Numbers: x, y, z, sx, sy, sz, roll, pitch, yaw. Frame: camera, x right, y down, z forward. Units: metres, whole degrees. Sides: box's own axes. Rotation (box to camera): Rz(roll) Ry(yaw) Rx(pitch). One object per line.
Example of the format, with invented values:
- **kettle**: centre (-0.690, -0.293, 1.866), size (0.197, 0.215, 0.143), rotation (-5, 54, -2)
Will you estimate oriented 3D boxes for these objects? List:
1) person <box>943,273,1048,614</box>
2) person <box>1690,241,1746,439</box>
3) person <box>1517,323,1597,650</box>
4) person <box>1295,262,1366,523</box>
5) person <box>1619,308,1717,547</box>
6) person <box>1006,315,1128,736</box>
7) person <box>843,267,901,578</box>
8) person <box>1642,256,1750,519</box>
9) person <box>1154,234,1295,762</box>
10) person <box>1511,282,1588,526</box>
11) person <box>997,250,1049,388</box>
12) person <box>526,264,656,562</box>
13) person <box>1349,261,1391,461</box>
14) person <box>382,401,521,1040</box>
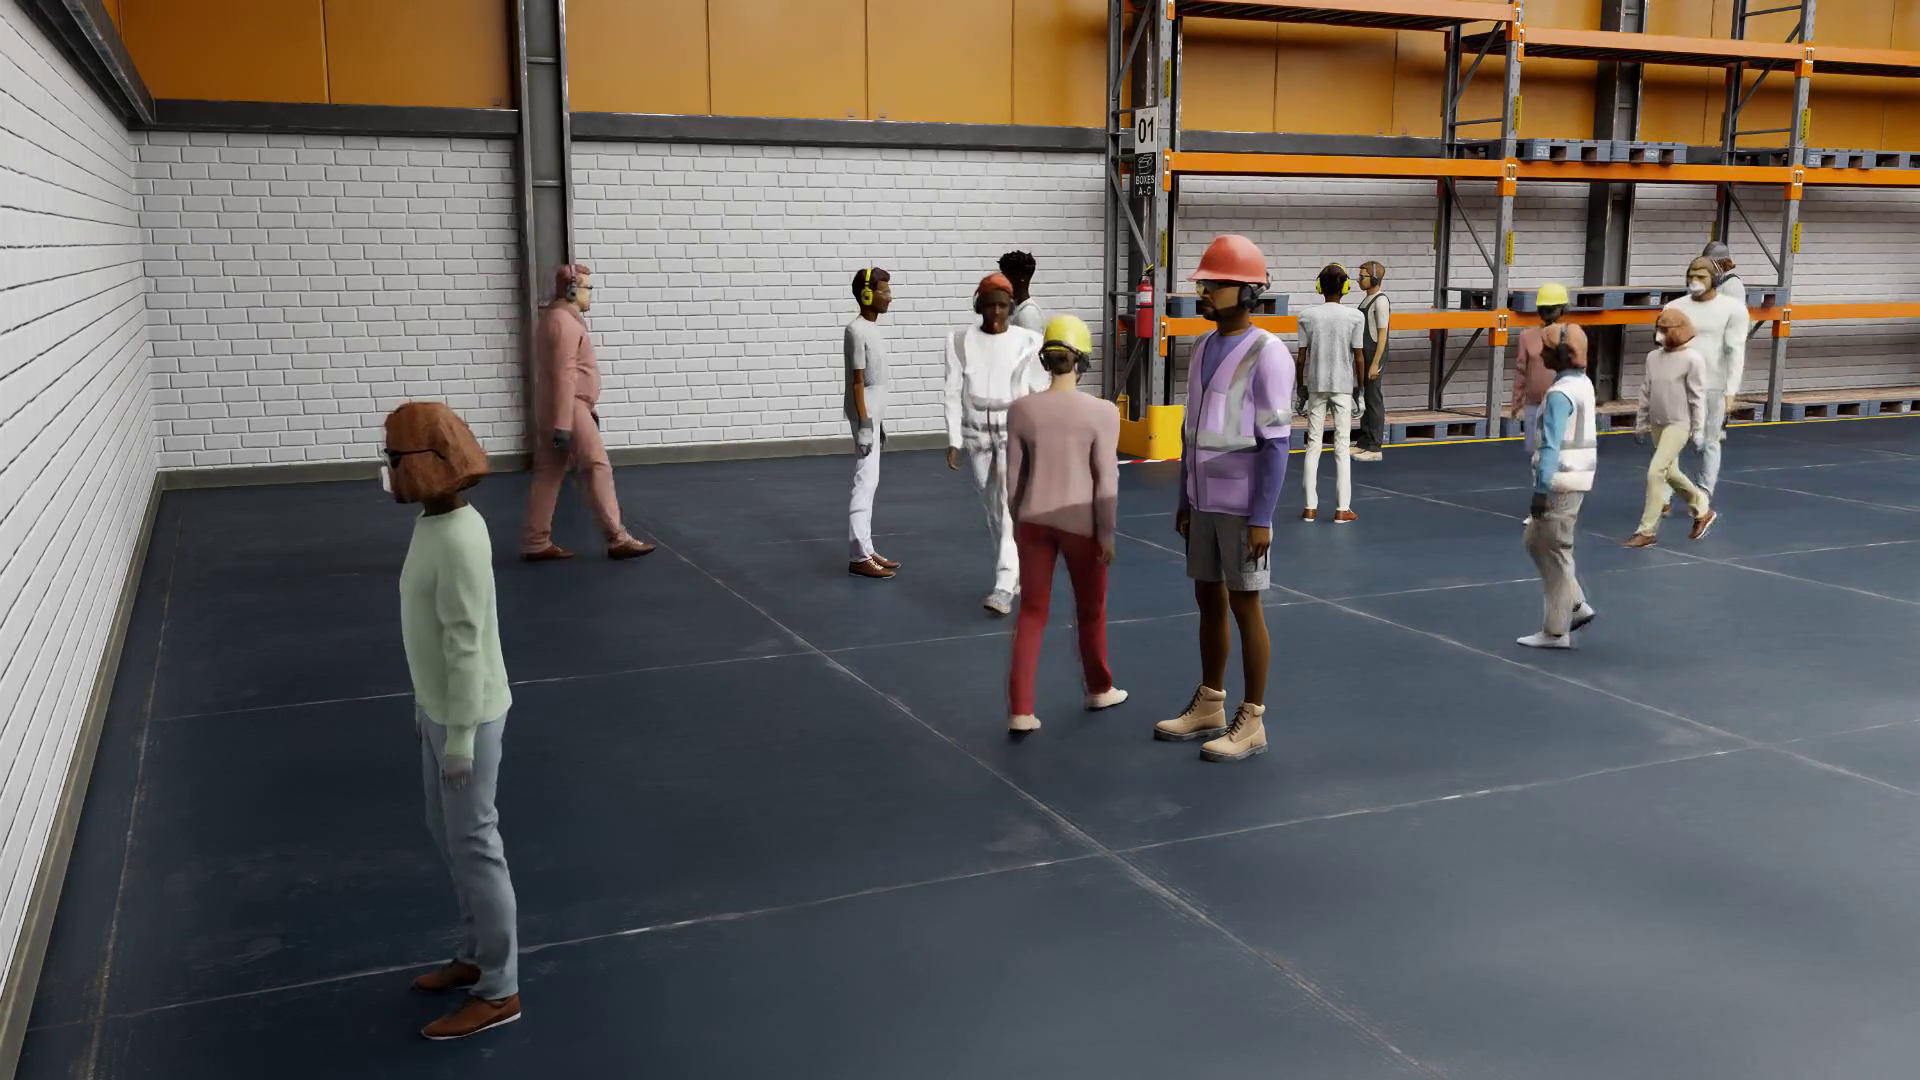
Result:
- **person**: centre (0.174, -0.529, 9.147), size (0.565, 1.839, 0.916), rotation (3, 11, 17)
- **person**: centre (7.722, -2.063, 17.151), size (0.535, 2.000, 0.682), rotation (-1, 10, -3)
- **person**: centre (2.949, -0.258, 8.231), size (0.373, 1.623, 0.544), rotation (6, 12, 30)
- **person**: centre (2.677, -1.058, 12.019), size (0.513, 1.876, 0.328), rotation (4, 11, 22)
- **person**: centre (4.797, -0.755, 11.117), size (0.814, 1.599, 0.507), rotation (-3, 11, -17)
- **person**: centre (0.426, -0.070, 6.939), size (0.533, 1.722, 0.820), rotation (5, 11, 25)
- **person**: centre (-0.537, -0.709, 10.099), size (0.329, 1.869, 0.507), rotation (1, 10, 5)
- **person**: centre (5.299, -1.074, 12.016), size (0.638, 1.908, 0.840), rotation (9, 13, 40)
- **person**: centre (1.038, -0.160, 6.536), size (0.370, 2.048, 0.607), rotation (-5, 11, -26)
- **person**: centre (4.303, -1.002, 12.057), size (0.743, 1.743, 0.538), rotation (-10, 14, -43)
- **person**: centre (0.422, -0.976, 11.306), size (0.367, 1.964, 0.609), rotation (0, 10, -3)
- **person**: centre (-2.367, -0.793, 10.537), size (0.892, 1.868, 0.667), rotation (-5, 11, -25)
- **person**: centre (3.787, -1.652, 15.411), size (0.346, 1.846, 0.507), rotation (-1, 10, -5)
- **person**: centre (-1.301, 0.456, 4.274), size (0.277, 1.630, 0.502), rotation (-5, 11, -26)
